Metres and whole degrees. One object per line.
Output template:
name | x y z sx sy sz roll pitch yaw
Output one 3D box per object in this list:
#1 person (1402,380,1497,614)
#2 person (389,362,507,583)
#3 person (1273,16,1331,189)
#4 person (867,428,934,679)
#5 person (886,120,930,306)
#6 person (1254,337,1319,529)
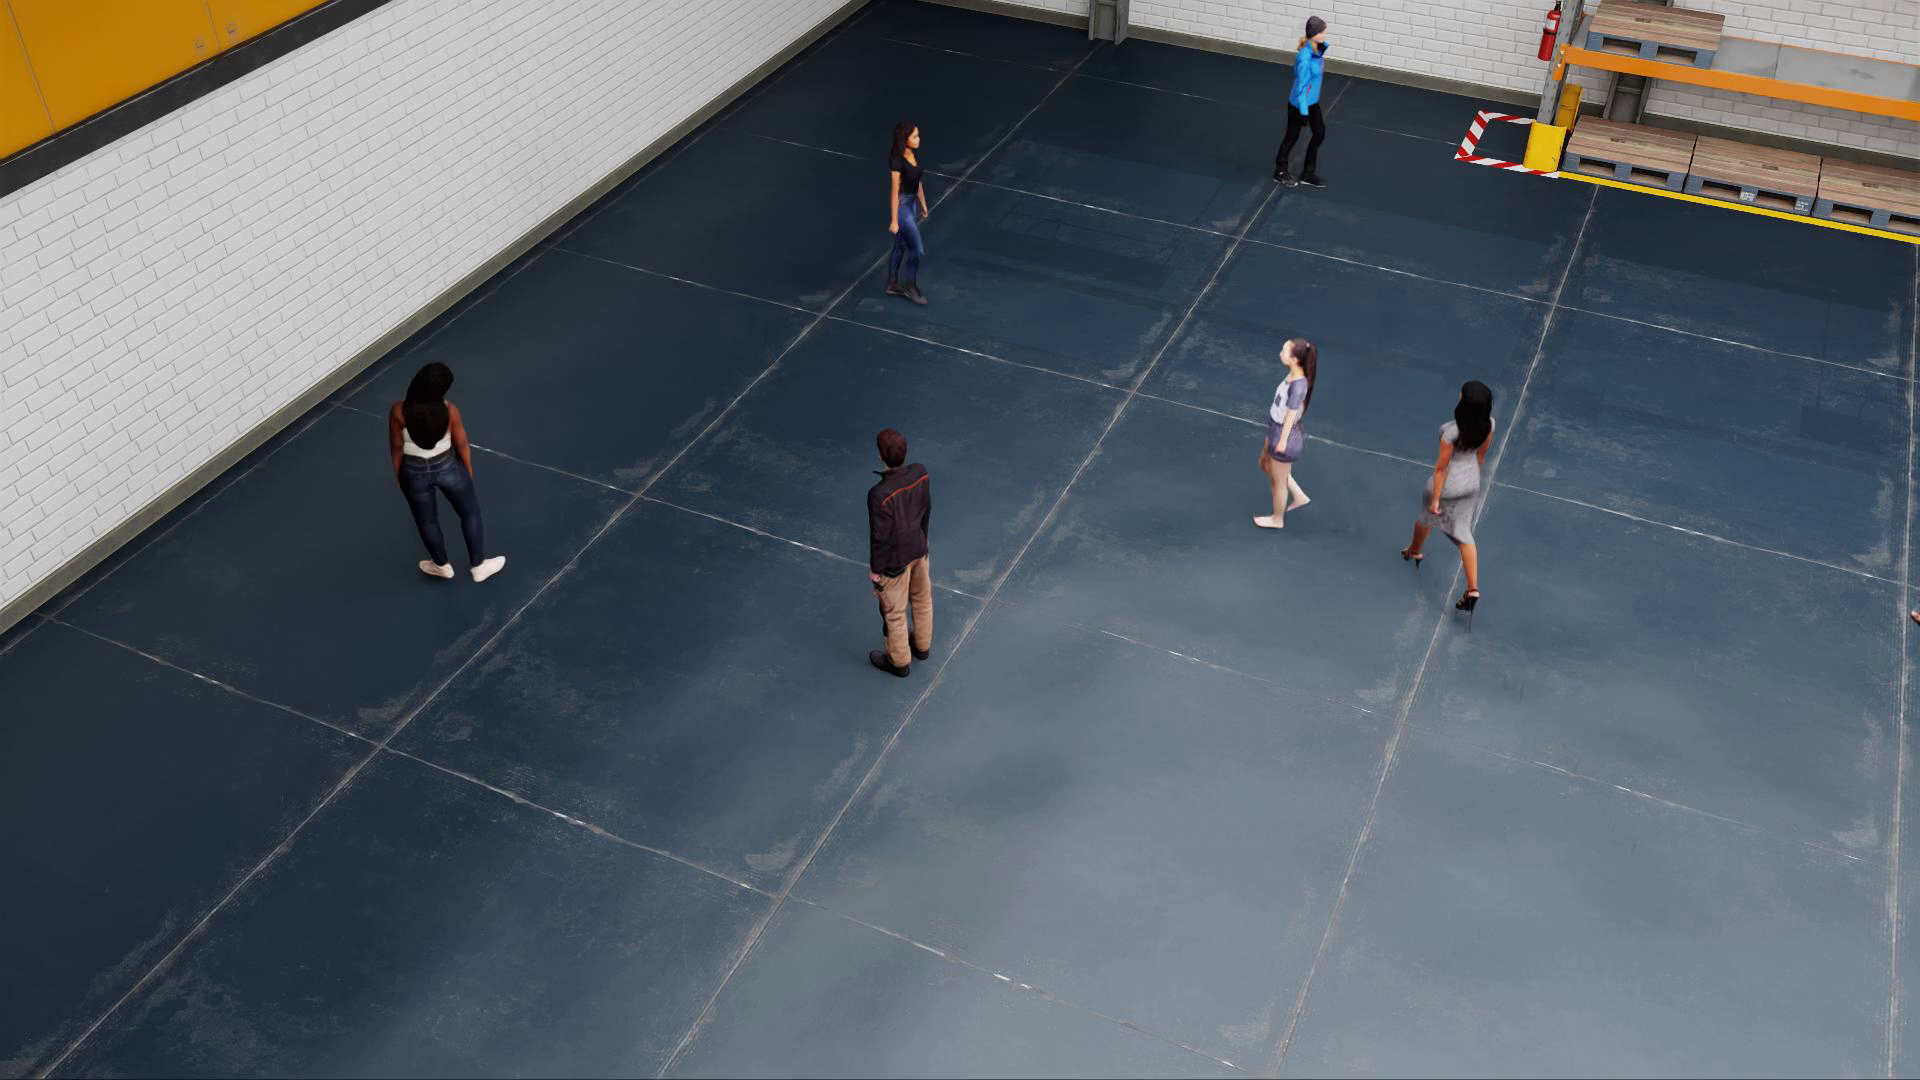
person | 3.482 -0.281 11.512 1.095 1.741 1.118 -11 40 -13
person | -3.737 -0.442 11.691 0.865 1.769 0.943 -21 43 -24
person | 3.347 -4.362 16.593 0.842 1.777 0.717 25 45 27
person | -0.387 0.094 10.897 0.732 1.922 0.771 32 48 33
person | -0.584 -2.941 14.857 0.708 1.723 0.622 12 40 14
person | 2.474 -0.748 12.177 0.711 1.640 0.669 7 39 9
